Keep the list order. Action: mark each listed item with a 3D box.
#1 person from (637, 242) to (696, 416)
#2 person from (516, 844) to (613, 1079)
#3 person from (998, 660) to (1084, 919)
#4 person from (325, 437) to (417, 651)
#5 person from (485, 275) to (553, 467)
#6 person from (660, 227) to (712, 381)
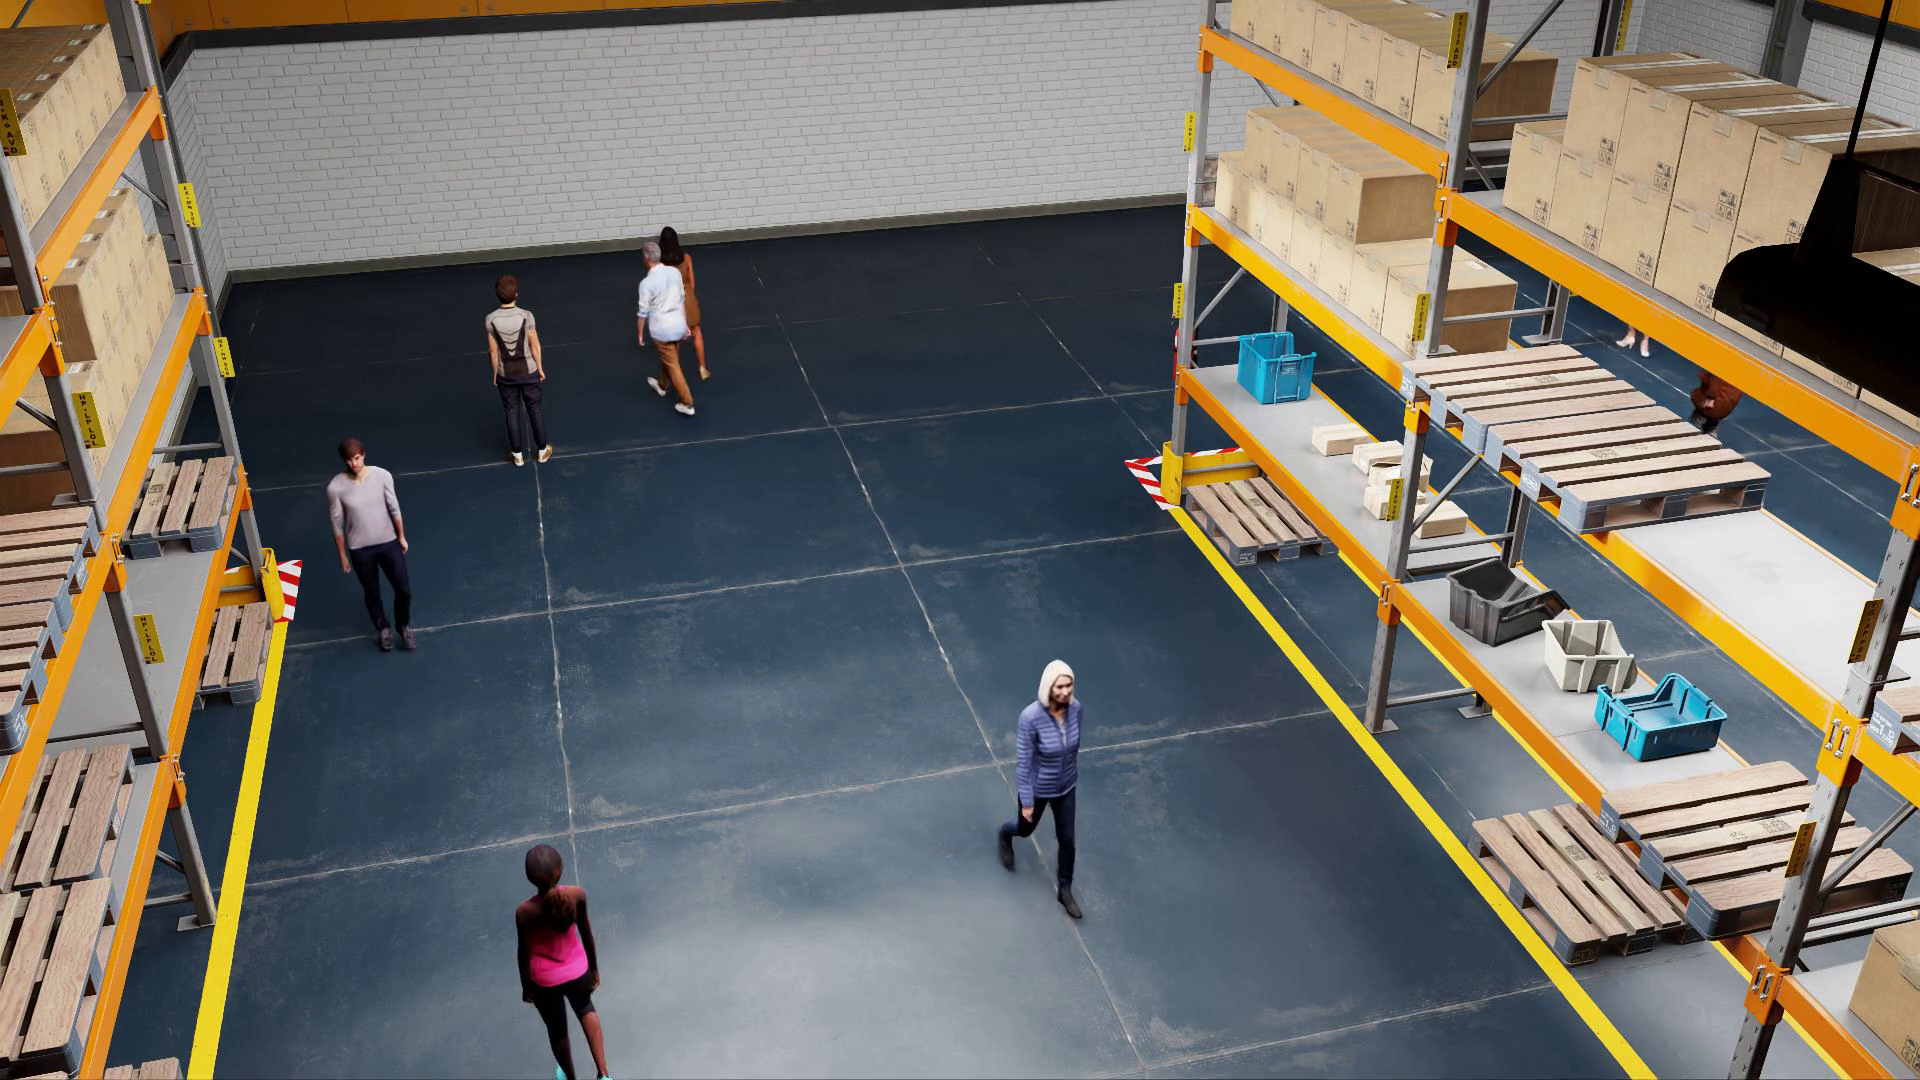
[{"bbox_3d":[-2.921,-2.111,16.915,1.192,1.784,1.059,23,36,36],"label":"person"},{"bbox_3d":[-2.081,2.361,8.792,0.684,1.713,0.798,-19,34,-30],"label":"person"},{"bbox_3d":[0.495,1.483,10.401,0.818,1.714,1.164,-14,31,-23],"label":"person"},{"bbox_3d":[-4.603,0.000,12.999,0.745,1.829,0.727,-13,31,-23],"label":"person"},{"bbox_3d":[-4.224,-1.614,15.889,0.629,1.896,0.543,-7,29,-13],"label":"person"},{"bbox_3d":[-3.009,-2.506,17.757,0.696,1.673,0.633,-6,29,-11],"label":"person"}]
